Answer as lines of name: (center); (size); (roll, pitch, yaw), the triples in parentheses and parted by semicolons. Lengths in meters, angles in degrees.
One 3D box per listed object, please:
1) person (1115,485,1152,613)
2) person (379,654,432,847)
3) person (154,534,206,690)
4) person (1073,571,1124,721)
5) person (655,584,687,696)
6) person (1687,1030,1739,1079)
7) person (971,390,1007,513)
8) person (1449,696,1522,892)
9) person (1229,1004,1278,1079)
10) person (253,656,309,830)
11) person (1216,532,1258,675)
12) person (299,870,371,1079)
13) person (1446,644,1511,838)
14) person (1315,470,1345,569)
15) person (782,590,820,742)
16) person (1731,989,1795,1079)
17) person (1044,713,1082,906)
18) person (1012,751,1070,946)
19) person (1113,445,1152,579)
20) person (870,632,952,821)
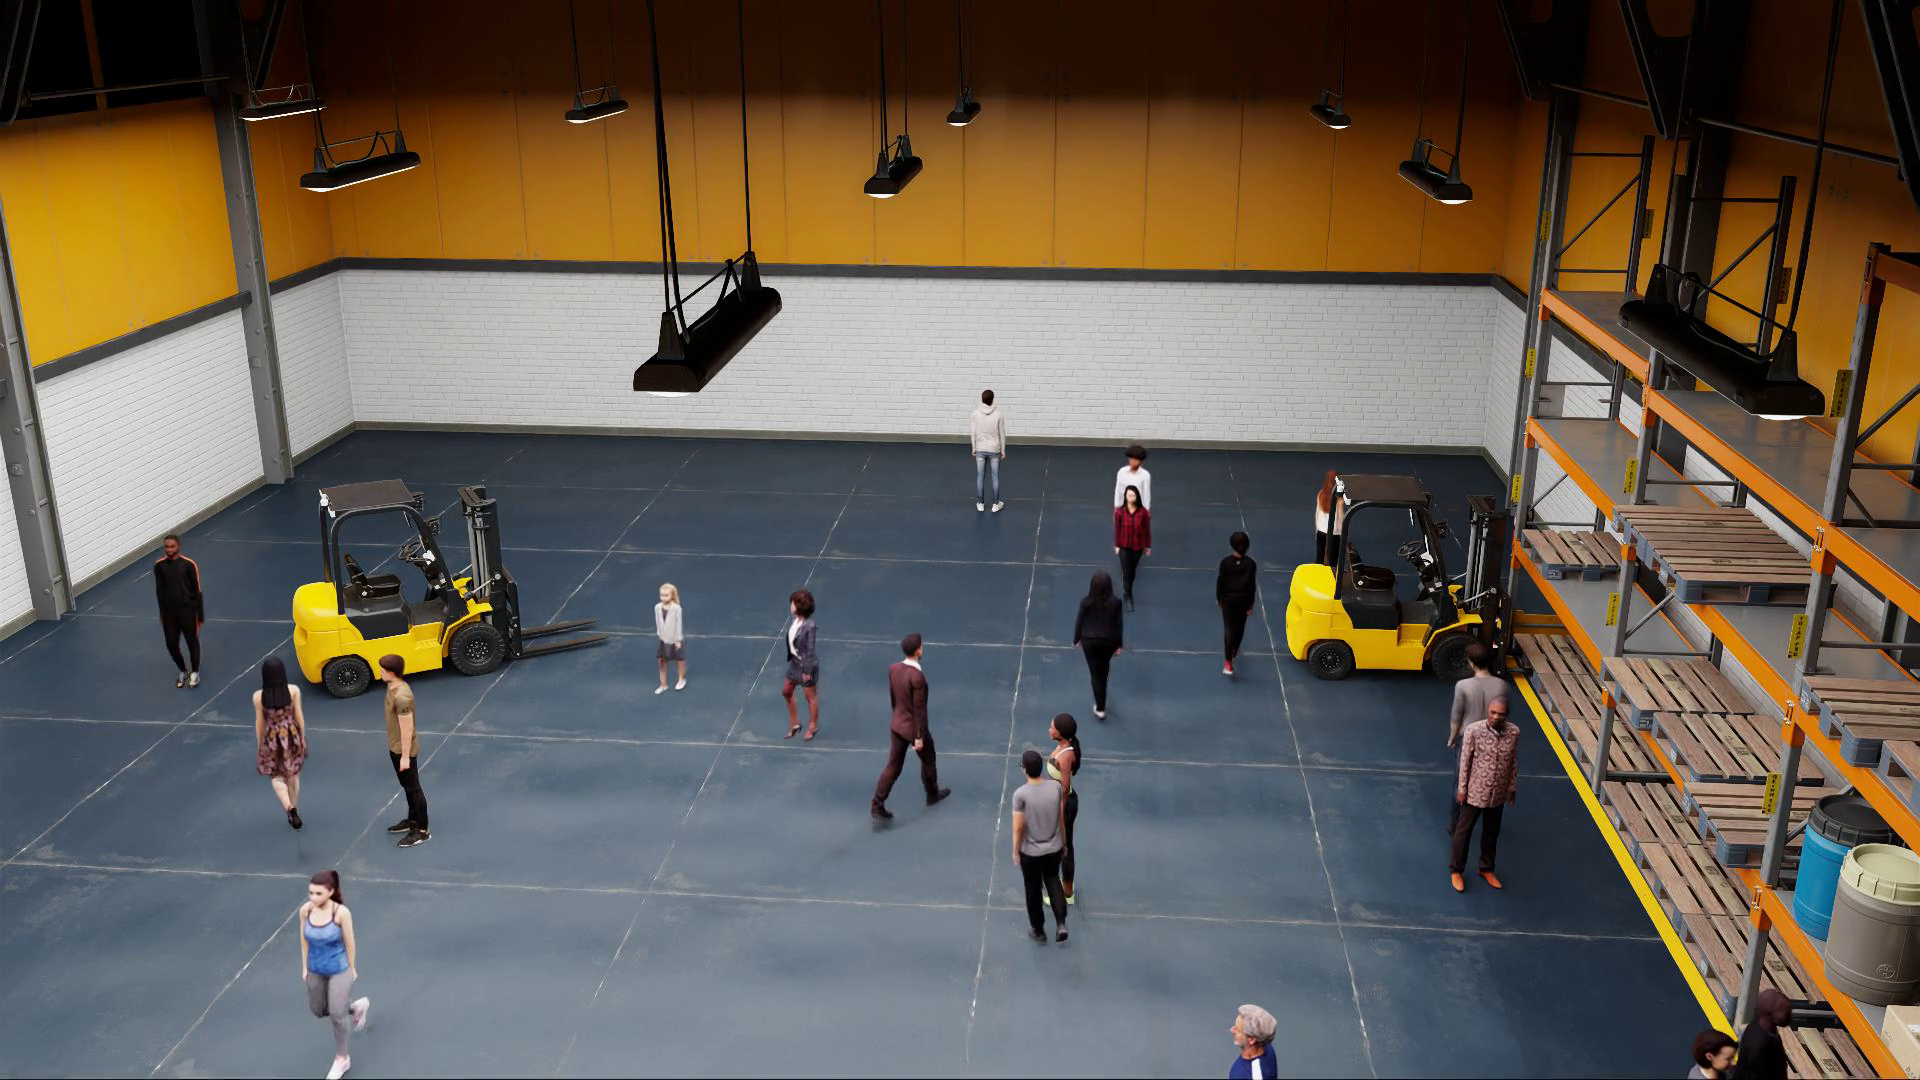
person: (2.163, 0.075, 21.101); (0.698, 1.620, 1.064); (-1, 19, -4)
person: (-5.120, 1.900, 15.320); (0.808, 1.851, 0.711); (-11, 21, -29)
person: (-8.758, 0.769, 18.756); (0.734, 1.802, 0.704); (-3, 19, -10)
person: (1.524, 1.166, 17.936); (0.837, 1.572, 1.115); (-3, 19, -10)
person: (-3.215, 1.079, 18.688); (0.584, 1.258, 0.721); (5, 19, 15)
person: (4.427, 3.729, 10.018); (0.711, 1.770, 0.522); (5, 19, 16)
person: (0.415, -1.351, 24.971); (0.665, 1.853, 0.562); (2, 19, 7)
person: (4.598, 2.179, 14.561); (0.714, 1.807, 0.651); (-2, 19, -5)
person: (1.765, 3.639, 10.175); (0.681, 1.839, 0.471); (2, 19, 5)
person: (-6.235, 1.935, 15.359); (0.932, 1.759, 1.046); (-10, 21, -28)
person: (3.163, 0.752, 19.061); (0.601, 1.638, 1.099); (2, 19, 6)
person: (-4.556, 3.108, 12.130); (0.658, 1.598, 0.904); (4, 19, 13)
person: (4.767, 1.867, 15.348); (0.709, 1.895, 0.653); (4, 19, 13)
person: (4.737, -0.066, 21.360); (0.702, 1.722, 0.637); (-15, 23, -37)
person: (-1.557, 1.306, 17.341); (0.817, 1.687, 0.739); (-12, 22, -31)
person: (4.930, 3.590, 10.457); (0.811, 1.751, 0.687); (9, 21, 25)
person: (0.902, 2.296, 14.294); (0.605, 1.755, 0.437); (2, 19, 5)
person: (0.685, 2.555, 13.550); (0.822, 1.739, 0.887); (-6, 19, -17)
person: (2.319, -0.415, 22.296); (0.896, 1.786, 1.121); (9, 21, 26)
person: (-0.537, 1.796, 15.650); (1.193, 1.837, 1.310); (18, 25, 42)
